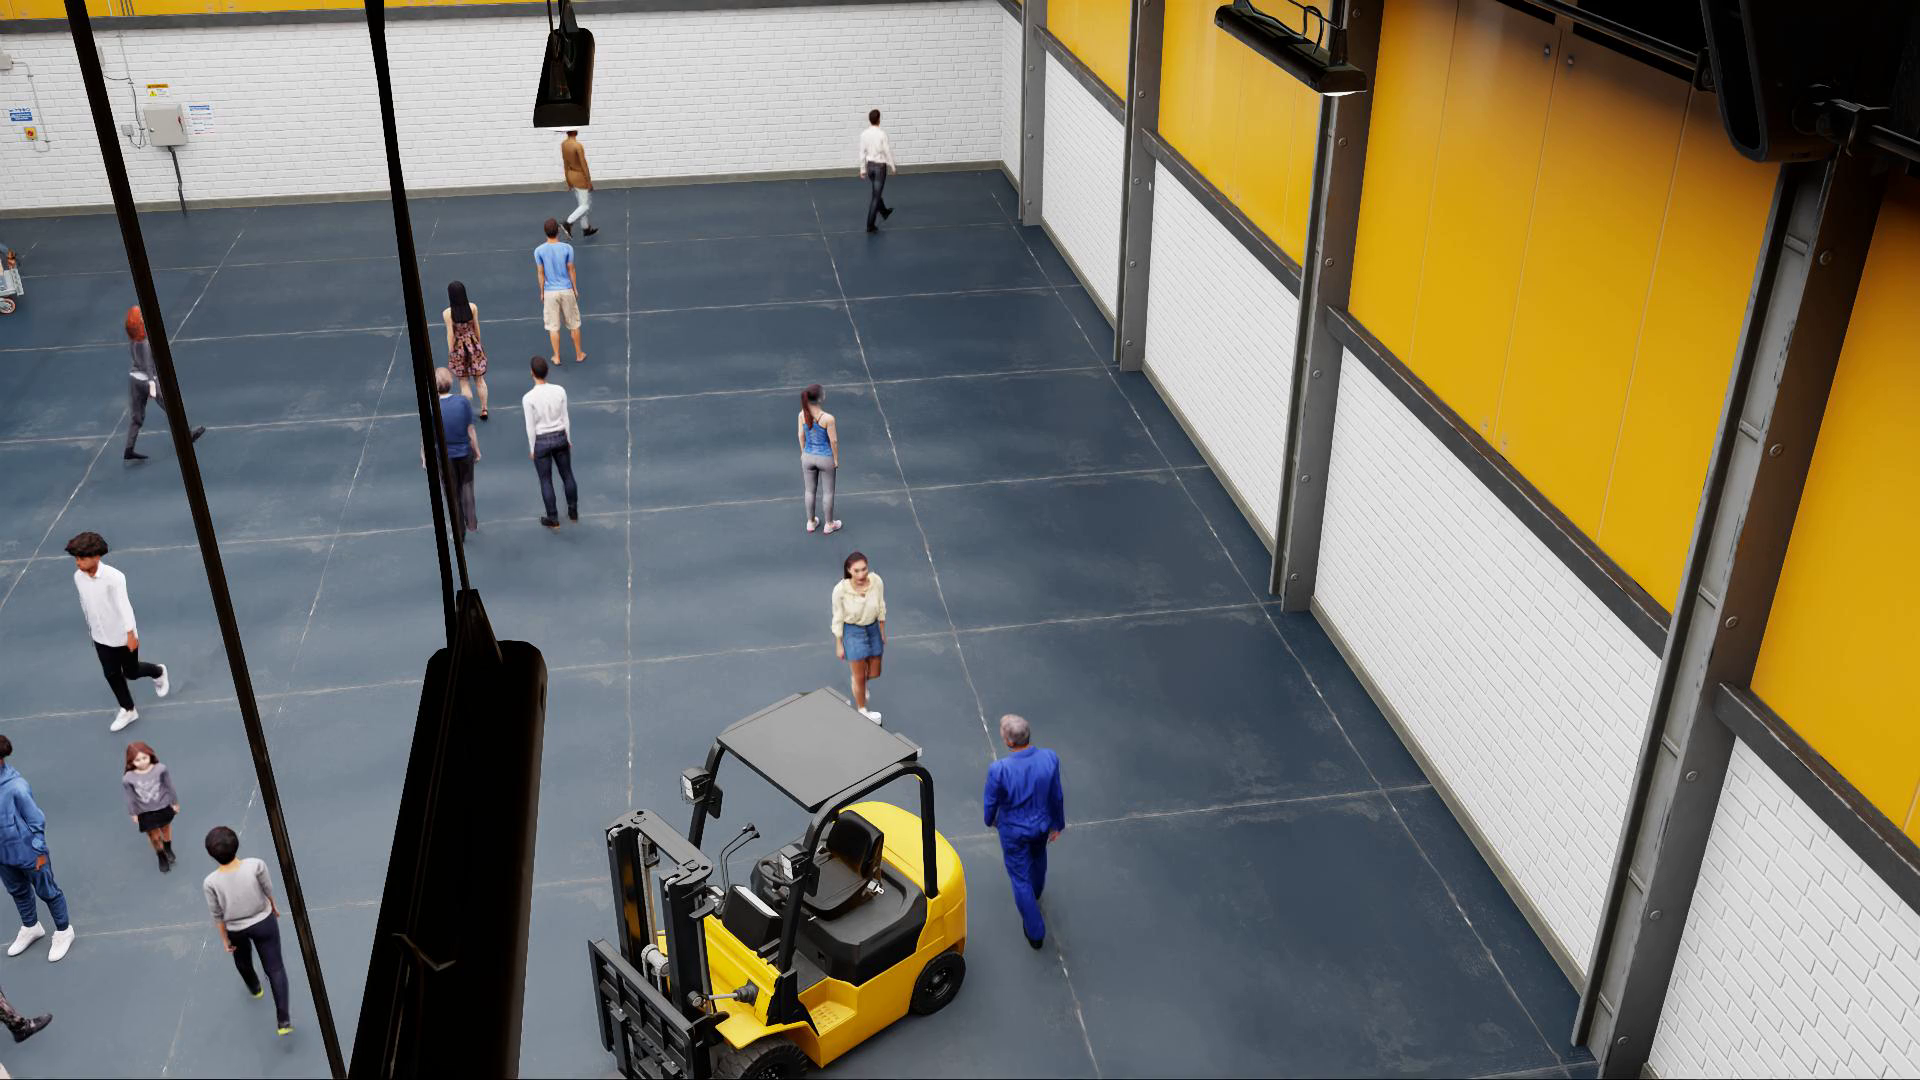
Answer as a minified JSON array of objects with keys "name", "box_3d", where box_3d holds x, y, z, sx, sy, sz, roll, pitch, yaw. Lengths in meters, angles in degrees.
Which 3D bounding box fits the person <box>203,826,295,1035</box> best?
[{"name":"person","box_3d":[-4.633,2.567,10.883,0.746,1.520,1.100,-13,31,-22]}]

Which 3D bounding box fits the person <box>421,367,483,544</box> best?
[{"name":"person","box_3d":[-5.053,-0.817,16.736,0.826,1.855,0.799,-18,34,-30]}]

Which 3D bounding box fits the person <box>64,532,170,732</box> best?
[{"name":"person","box_3d":[-7.067,0.713,13.991,0.847,1.798,1.007,7,29,12]}]

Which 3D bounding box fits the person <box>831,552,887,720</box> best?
[{"name":"person","box_3d":[-0.861,0.785,14.045,0.737,1.620,0.799,-12,31,-21]}]

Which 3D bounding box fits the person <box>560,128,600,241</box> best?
[{"name":"person","box_3d":[-5.846,-5.412,25.219,1.039,1.799,1.056,23,36,35]}]

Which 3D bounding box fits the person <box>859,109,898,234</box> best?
[{"name":"person","box_3d":[-1.318,-5.642,25.612,1.142,1.826,1.255,16,32,26]}]

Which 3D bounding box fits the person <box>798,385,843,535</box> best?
[{"name":"person","box_3d":[-1.448,-0.830,17.018,0.647,1.609,0.661,9,30,16]}]

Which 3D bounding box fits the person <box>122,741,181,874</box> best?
[{"name":"person","box_3d":[-6.061,1.947,12.459,0.580,1.098,0.630,-20,35,-32]}]

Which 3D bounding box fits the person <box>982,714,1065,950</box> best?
[{"name":"person","box_3d":[0.470,2.060,11.528,0.847,1.791,1.055,-10,30,-17]}]

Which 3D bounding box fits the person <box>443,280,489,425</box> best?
[{"name":"person","box_3d":[-5.728,-2.167,19.296,0.798,1.775,0.840,-24,37,-37]}]

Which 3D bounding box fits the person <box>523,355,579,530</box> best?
[{"name":"person","box_3d":[-4.204,-1.005,17.066,0.703,1.870,0.705,-18,33,-29]}]

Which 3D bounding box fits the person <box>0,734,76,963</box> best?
[{"name":"person","box_3d":[-6.508,2.090,11.459,0.742,1.804,0.697,5,29,9]}]

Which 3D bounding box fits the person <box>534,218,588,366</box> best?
[{"name":"person","box_3d":[-5.060,-3.133,20.974,0.669,1.862,0.574,-8,30,-14]}]

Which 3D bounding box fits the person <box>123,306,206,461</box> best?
[{"name":"person","box_3d":[-9.112,-1.684,18.464,1.145,1.723,1.193,23,36,35]}]
